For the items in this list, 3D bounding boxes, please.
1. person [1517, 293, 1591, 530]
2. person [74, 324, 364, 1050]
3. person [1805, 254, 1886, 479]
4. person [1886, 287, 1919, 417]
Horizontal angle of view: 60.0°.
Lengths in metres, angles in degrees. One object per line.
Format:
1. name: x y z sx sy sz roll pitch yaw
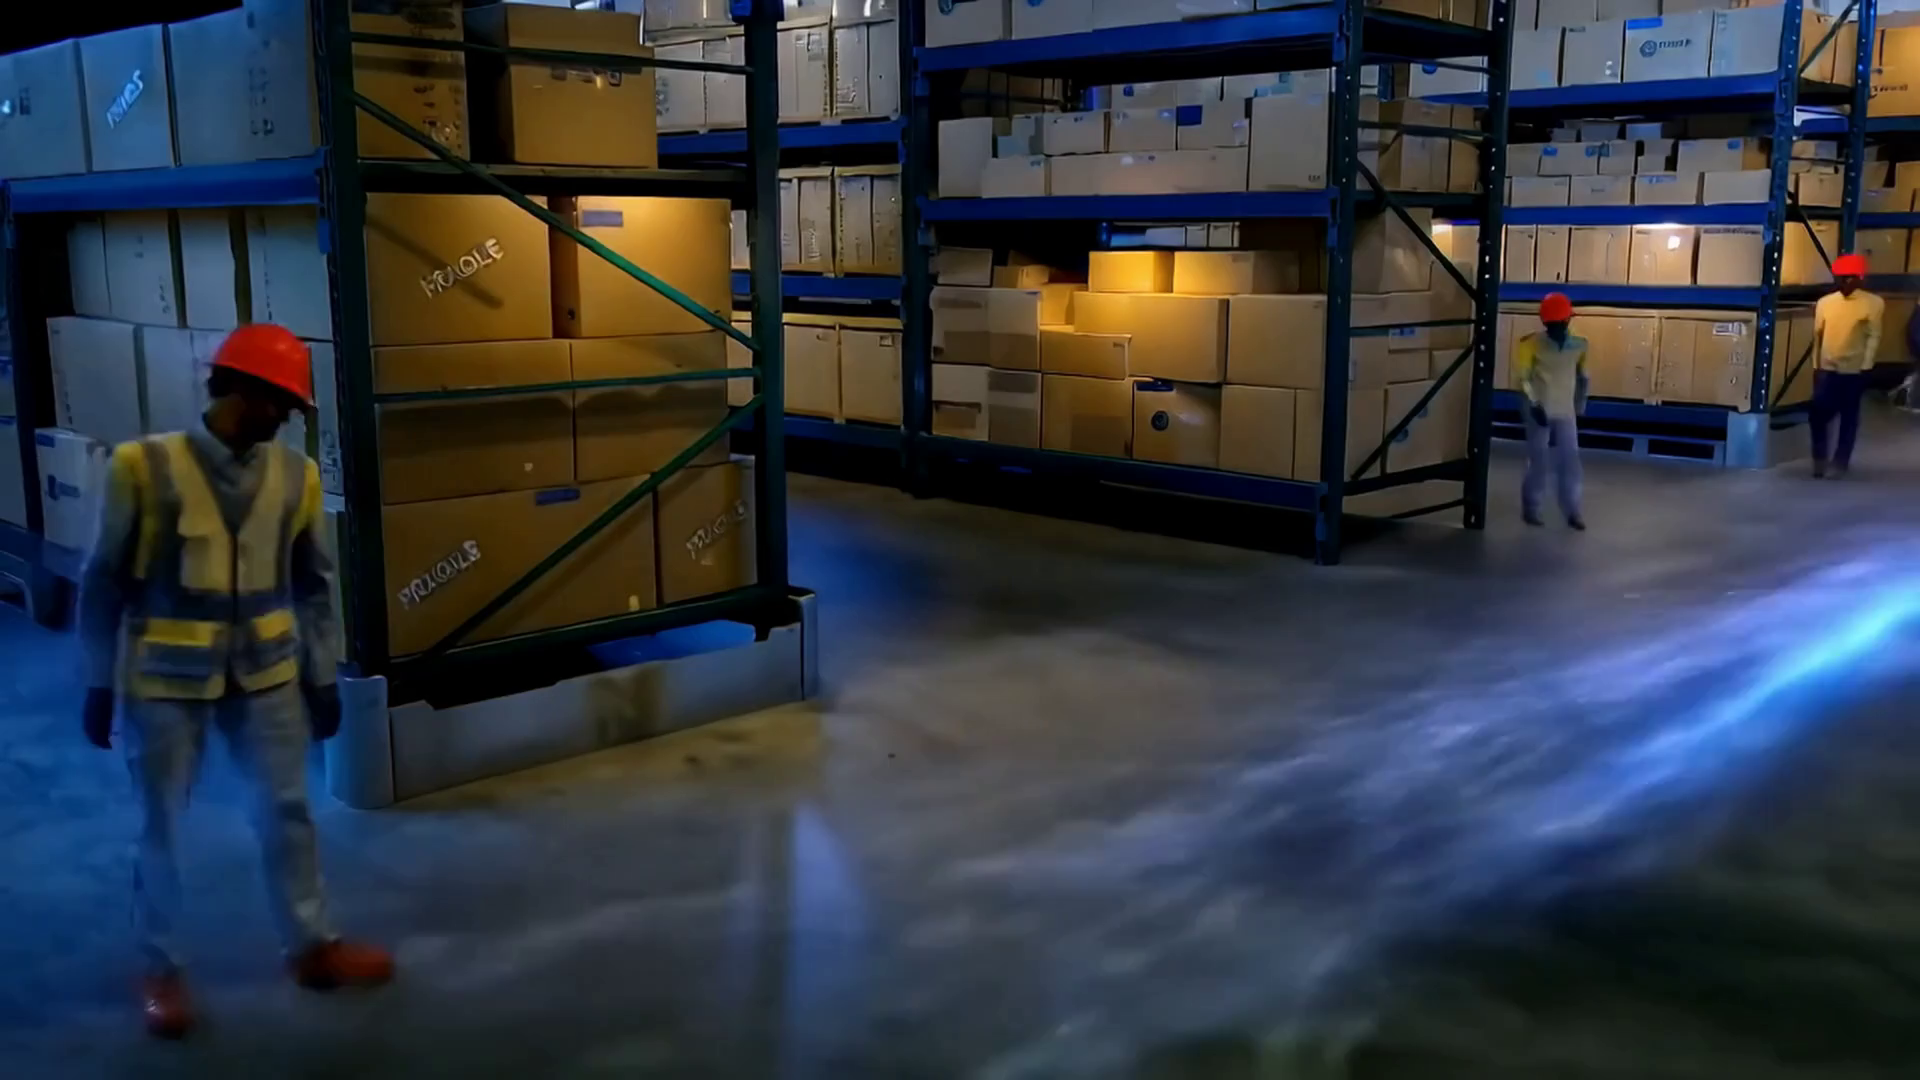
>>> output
1. person: 4.321 -0.925 12.079 0.570 1.714 0.498 -1 10 -3
2. person: -2.013 0.382 4.474 0.704 1.897 0.390 -10 14 -43
3. person: 7.688 -1.493 14.492 0.535 1.969 0.611 -10 14 -43
4. person: 11.285 -2.298 19.544 0.481 1.724 0.502 7 12 32
